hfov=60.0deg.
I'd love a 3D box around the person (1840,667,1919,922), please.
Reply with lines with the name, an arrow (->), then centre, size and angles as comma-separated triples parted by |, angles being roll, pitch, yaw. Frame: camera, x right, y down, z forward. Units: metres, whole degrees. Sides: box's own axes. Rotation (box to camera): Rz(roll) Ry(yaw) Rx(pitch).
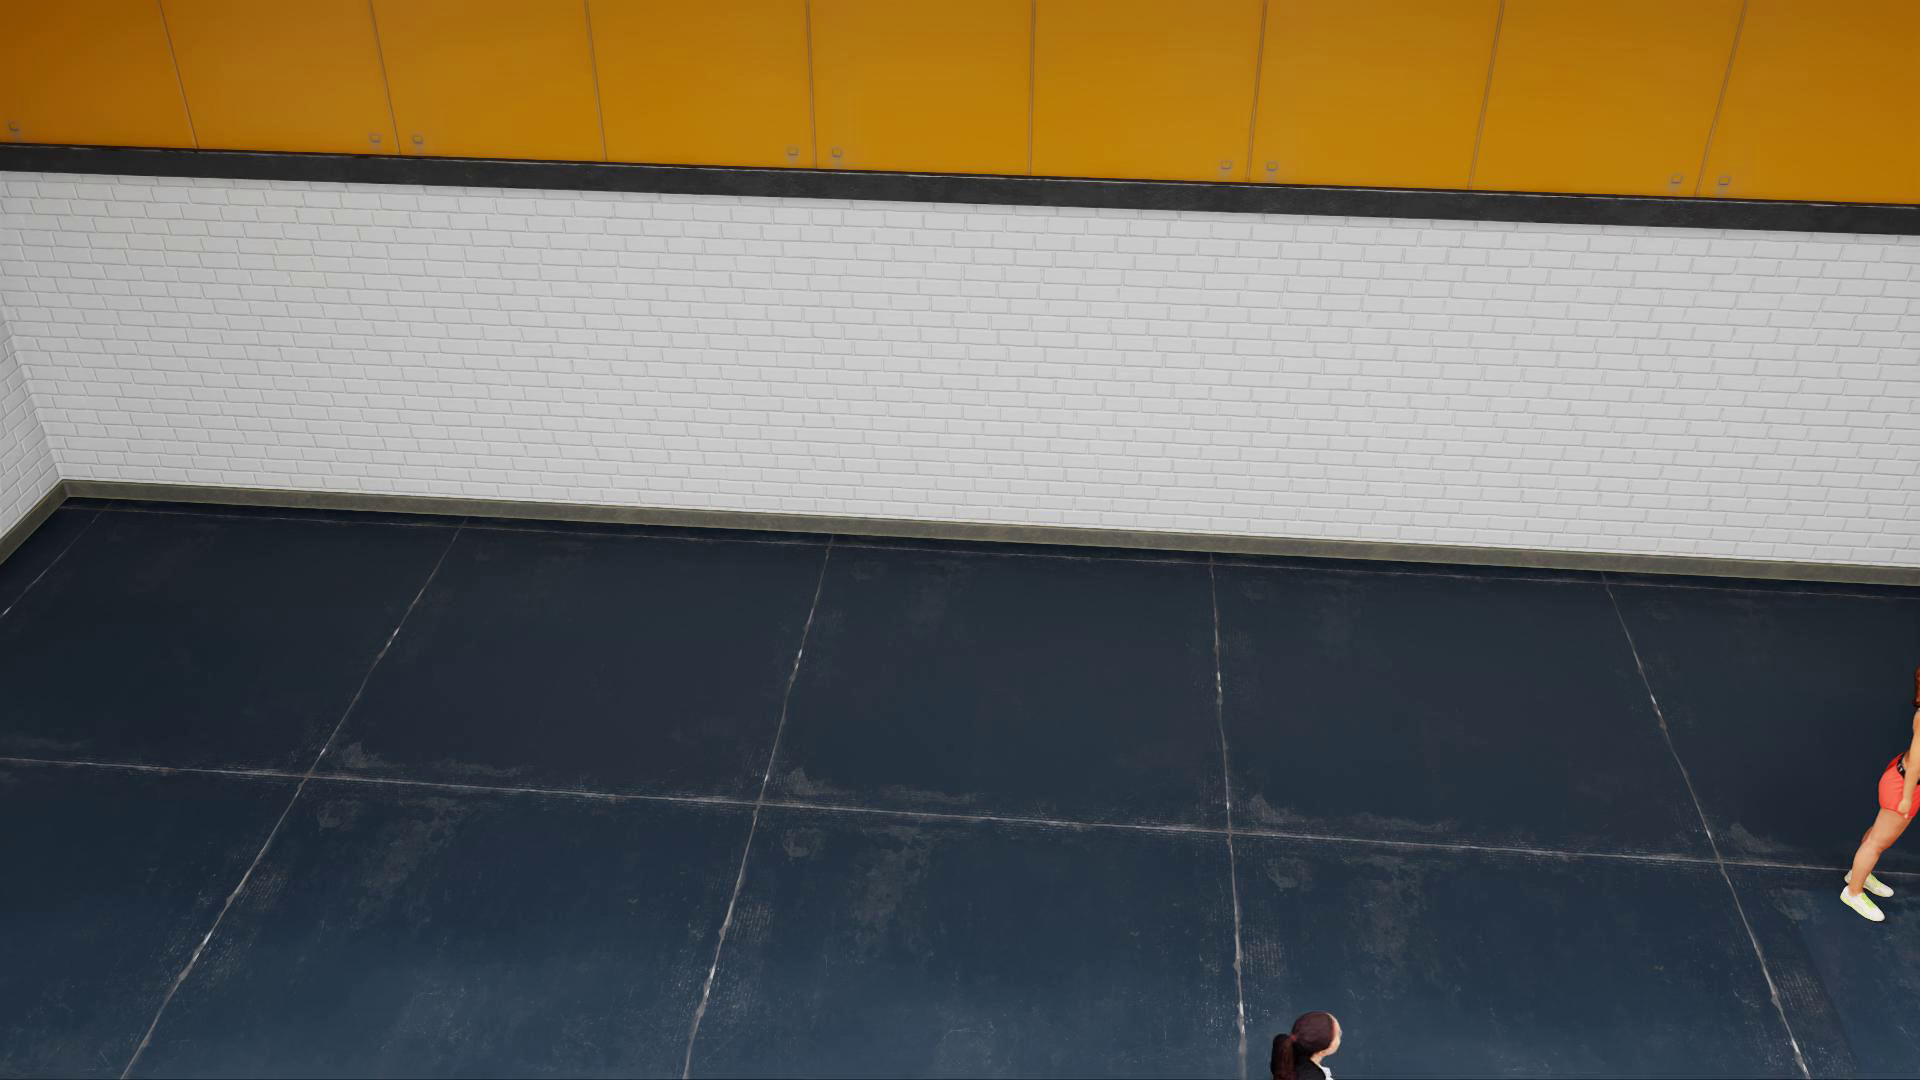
person -> 5.421, 1.391, 9.518 | 0.744, 1.791, 0.660 | 25, 41, 32

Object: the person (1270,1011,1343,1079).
person -> 1.428, 2.776, 7.573 | 0.925, 1.638, 0.949 | -13, 36, -19
